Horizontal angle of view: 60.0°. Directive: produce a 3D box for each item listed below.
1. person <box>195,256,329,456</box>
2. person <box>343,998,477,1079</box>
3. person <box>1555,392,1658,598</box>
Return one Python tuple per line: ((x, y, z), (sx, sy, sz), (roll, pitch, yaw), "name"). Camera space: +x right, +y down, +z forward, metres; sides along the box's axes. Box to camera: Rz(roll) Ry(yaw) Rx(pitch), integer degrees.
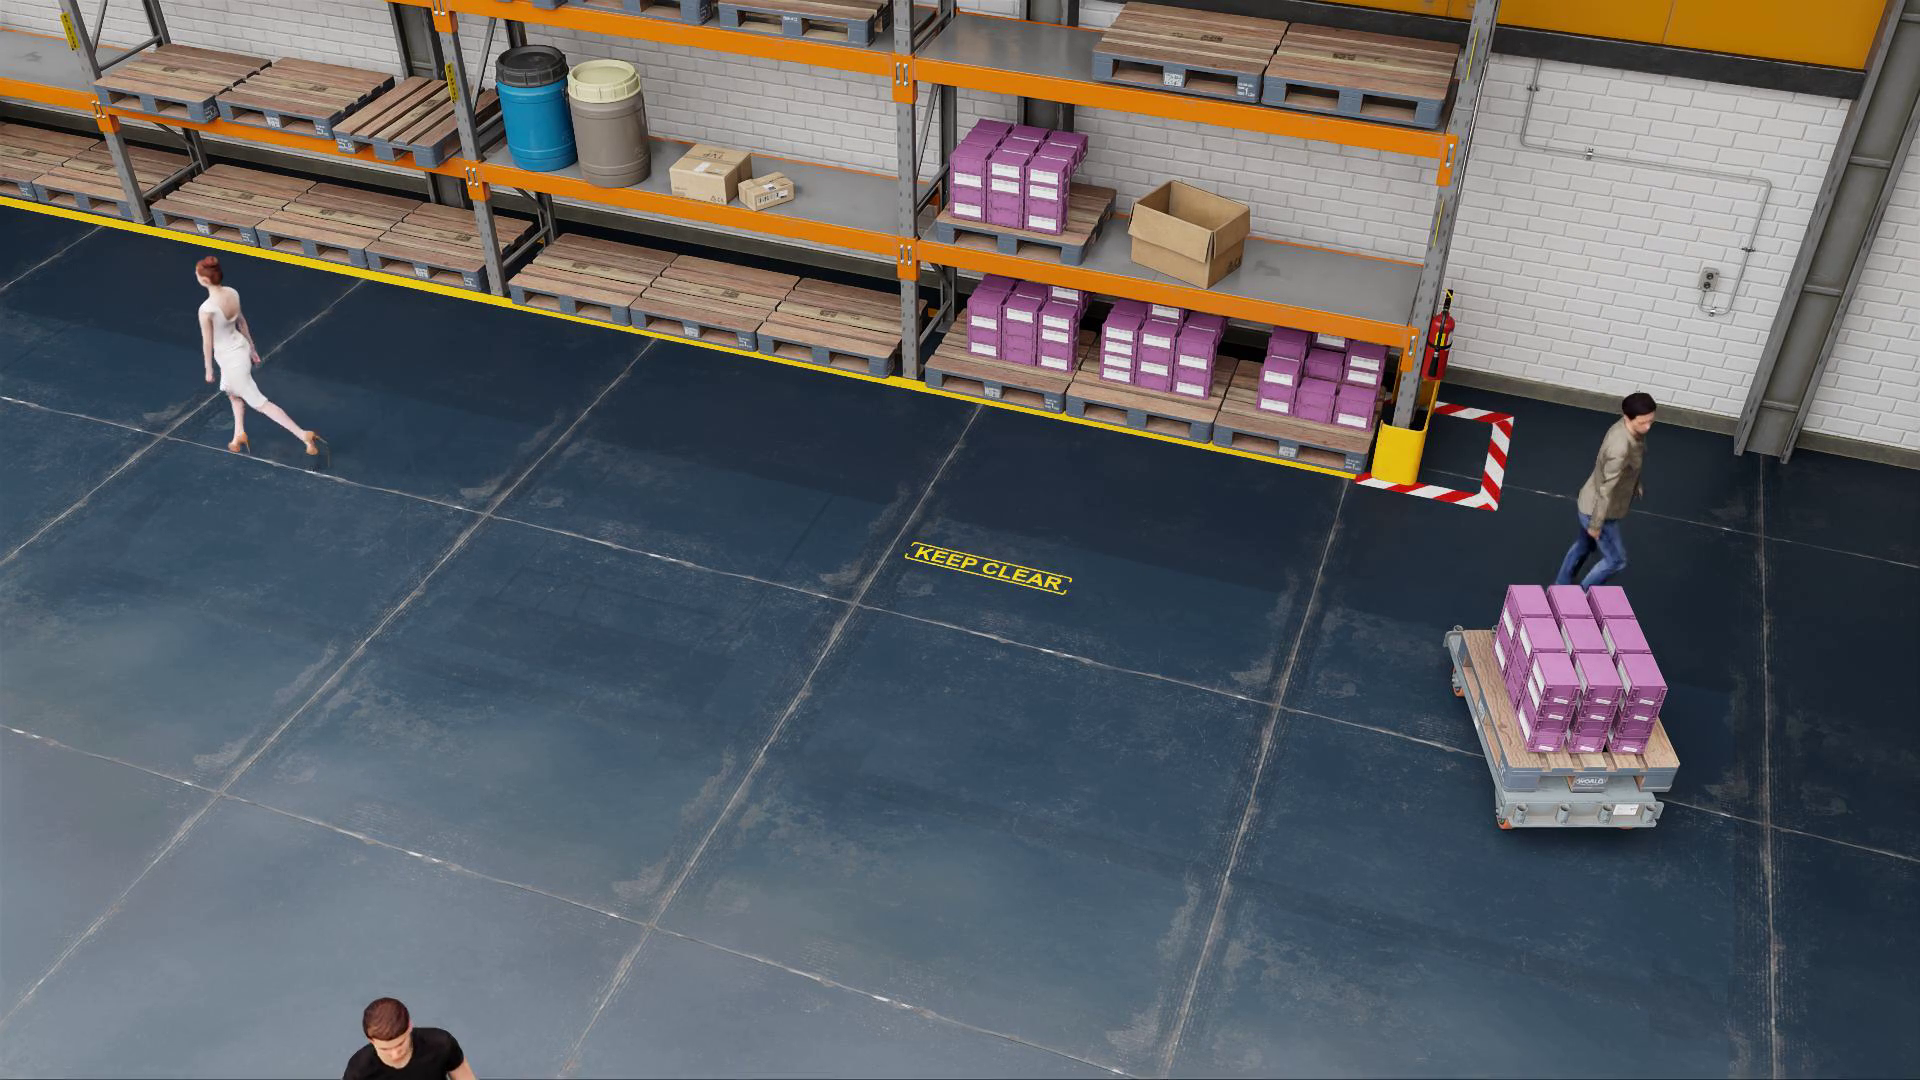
((-5.332, -1.291, 12.459), (1.120, 1.757, 0.693), (7, 39, 8), "person")
((-2.430, 2.595, 7.543), (1.159, 1.819, 1.249), (-18, 42, -21), "person")
((4.206, -0.255, 11.091), (0.643, 1.845, 0.733), (12, 40, 15), "person")
